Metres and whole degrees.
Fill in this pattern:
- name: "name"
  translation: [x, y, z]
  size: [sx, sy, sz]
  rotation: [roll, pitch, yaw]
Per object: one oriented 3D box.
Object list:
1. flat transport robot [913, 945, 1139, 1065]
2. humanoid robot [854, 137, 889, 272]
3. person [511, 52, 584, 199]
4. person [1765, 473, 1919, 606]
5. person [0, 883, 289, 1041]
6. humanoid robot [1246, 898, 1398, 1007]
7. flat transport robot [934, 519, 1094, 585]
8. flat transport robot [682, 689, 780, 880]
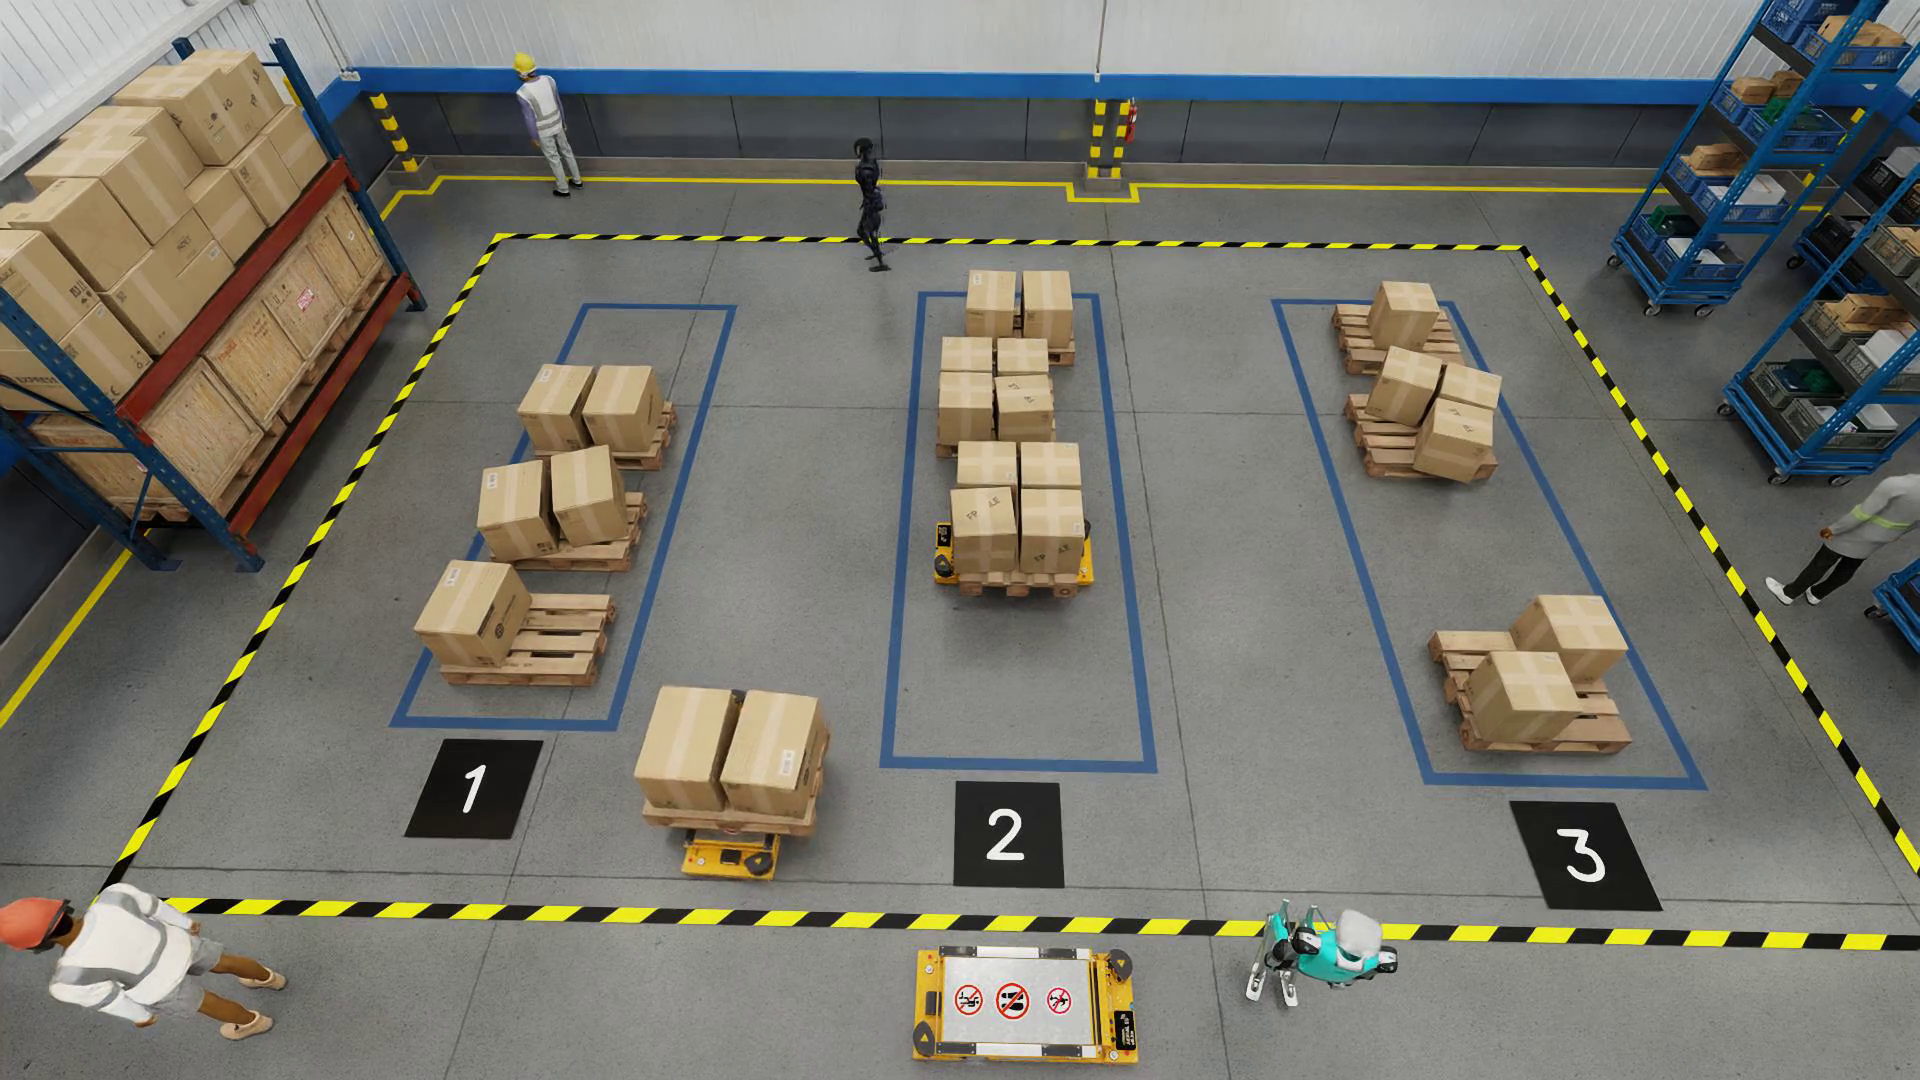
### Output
- name: "flat transport robot"
  translation: [0.422, 3.041, 6.007]
  size: [1.431, 0.231, 0.659]
  rotation: [1, 51, 1]
- name: "humanoid robot"
  translation: [-1.054, -3.893, 10.752]
  size: [0.387, 1.650, 0.609]
  rotation: [-8, 51, -7]
- name: "person"
  translation: [-5.328, -5.328, 11.817]
  size: [0.404, 1.837, 0.595]
  rotation: [22, 54, 17]
- name: "person"
  translation: [7.481, -0.111, 7.555]
  size: [0.596, 1.849, 0.384]
  rotation: [3, 51, 3]
- name: "person"
  translation: [-4.674, 2.483, 5.324]
  size: [0.382, 2.034, 0.604]
  rotation: [-2, 51, -2]
- name: "humanoid robot"
  translation: [2.115, 2.379, 5.513]
  size: [0.533, 1.676, 0.735]
  rotation: [10, 52, 8]
- name: "flat transport robot"
  translation: [0.490, 0.087, 8.397]
  size: [1.431, 0.197, 0.652]
  rotation: [1, 51, 1]
- name: "flat transport robot"
  translation: [-1.625, 1.822, 6.982]
  size: [0.652, 0.197, 1.431]
  rotation: [3, 51, 2]
